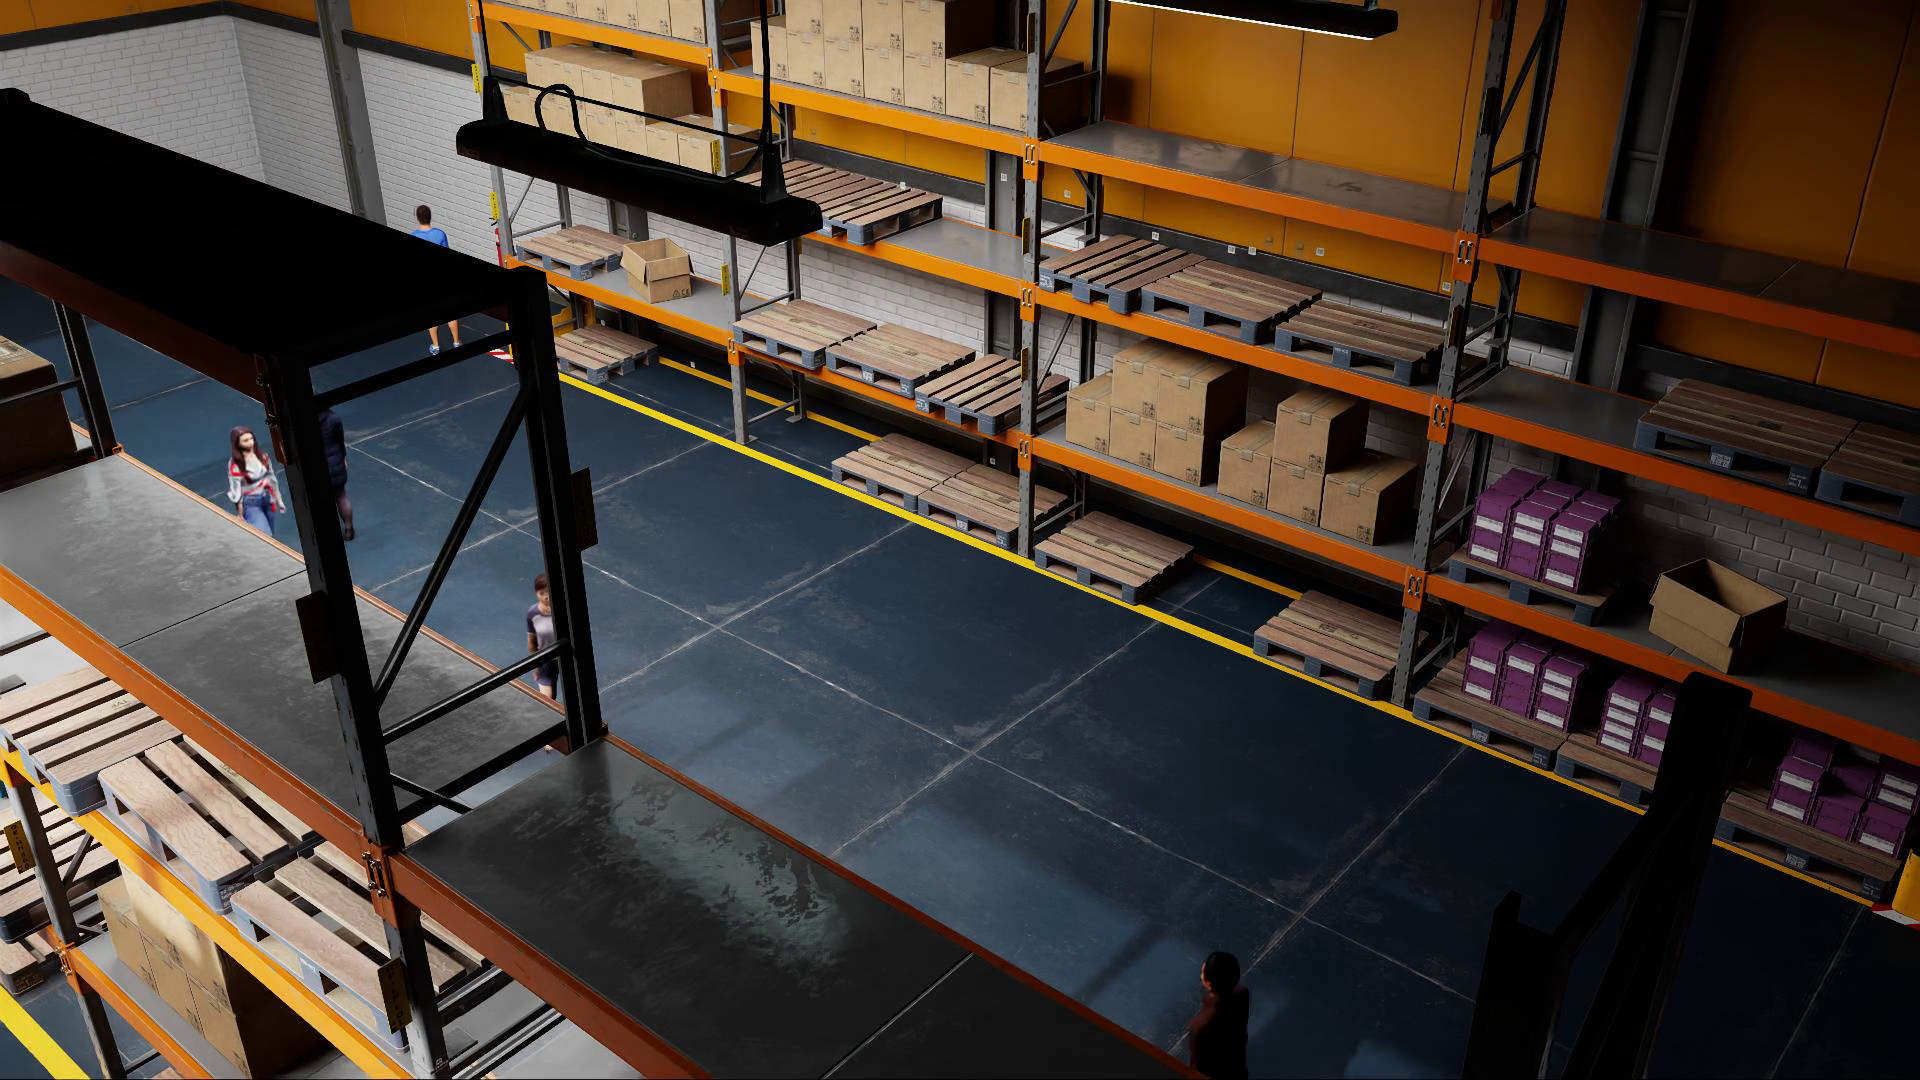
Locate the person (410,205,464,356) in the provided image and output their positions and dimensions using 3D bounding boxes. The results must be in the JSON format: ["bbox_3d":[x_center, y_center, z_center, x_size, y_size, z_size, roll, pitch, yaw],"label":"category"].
[{"bbox_3d":[-6.460,-3.188,20.433,0.696,1.867,0.706,-12,31,-21],"label":"person"}]

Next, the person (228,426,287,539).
[{"bbox_3d":[-6.593,-0.335,15.479,0.646,1.602,0.650,14,31,23],"label":"person"}]

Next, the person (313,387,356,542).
[{"bbox_3d":[-6.186,-0.735,16.137,0.746,1.674,0.745,-17,33,-28],"label":"person"}]

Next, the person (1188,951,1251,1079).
[{"bbox_3d":[1.491,3.033,9.163,0.813,1.737,1.212,-21,35,-33],"label":"person"}]
